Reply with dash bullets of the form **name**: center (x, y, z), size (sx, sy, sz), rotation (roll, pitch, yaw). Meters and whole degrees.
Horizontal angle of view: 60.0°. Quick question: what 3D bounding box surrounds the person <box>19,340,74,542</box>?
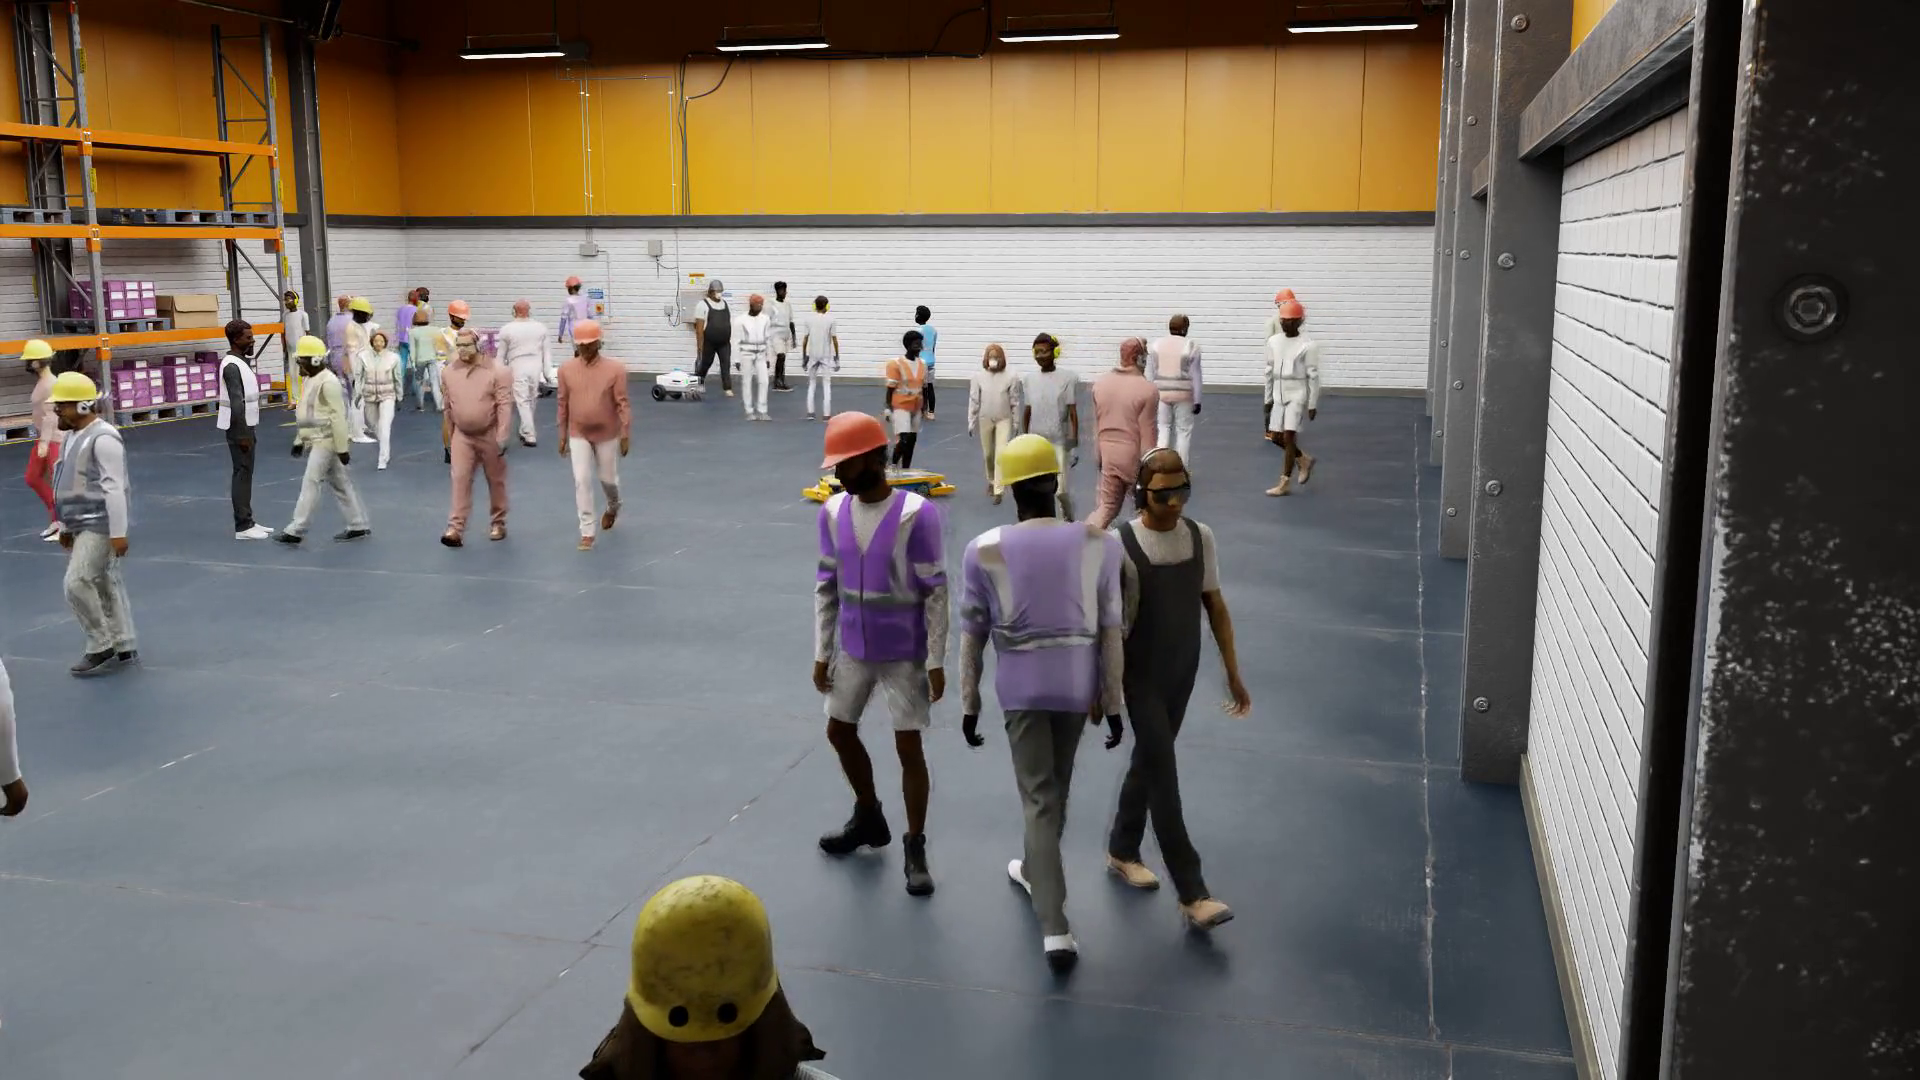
- **person**: center (-7.889, -0.848, 14.364), size (0.406, 1.753, 0.532), rotation (-9, 13, -40)

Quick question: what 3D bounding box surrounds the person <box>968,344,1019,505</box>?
- **person**: center (0.349, -1.186, 16.751), size (0.501, 1.588, 0.853), rotation (2, 10, 10)

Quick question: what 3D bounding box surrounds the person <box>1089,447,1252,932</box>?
- **person**: center (0.806, 0.550, 6.315), size (0.517, 1.796, 0.921), rotation (-6, 12, -32)

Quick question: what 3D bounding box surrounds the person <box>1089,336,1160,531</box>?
- **person**: center (1.218, -0.598, 12.584), size (0.640, 1.889, 0.774), rotation (10, 14, 43)

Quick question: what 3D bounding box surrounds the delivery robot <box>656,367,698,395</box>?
- **delivery robot**: center (-4.662, -2.608, 27.456), size (0.707, 0.478, 0.477), rotation (6, 12, 31)

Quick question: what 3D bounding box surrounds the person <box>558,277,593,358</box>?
- **person**: center (-7.034, -3.822, 30.521), size (0.982, 2.001, 0.629), rotation (7, 12, 33)

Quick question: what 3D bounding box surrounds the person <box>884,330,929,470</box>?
- **person**: center (-0.569, -1.400, 17.706), size (0.560, 1.668, 0.418), rotation (-9, 13, -41)

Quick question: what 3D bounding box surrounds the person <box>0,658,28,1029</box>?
- **person**: center (-3.221, 0.722, 5.137), size (0.573, 1.871, 0.452), rotation (0, 10, -1)

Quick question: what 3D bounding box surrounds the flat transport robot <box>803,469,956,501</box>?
- **flat transport robot**: center (-0.813, -0.558, 16.917), size (1.431, 0.197, 0.652), rotation (-7, 12, -33)

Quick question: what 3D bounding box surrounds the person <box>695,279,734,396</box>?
- **person**: center (-4.229, -3.494, 28.532), size (0.687, 2.000, 0.896), rotation (-7, 12, -34)

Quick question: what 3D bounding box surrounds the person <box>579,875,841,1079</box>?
- **person**: center (-0.335, 1.290, 2.288), size (0.493, 1.742, 0.299), rotation (-3, 10, -15)

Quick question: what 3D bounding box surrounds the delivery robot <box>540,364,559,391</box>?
- **delivery robot**: center (-6.853, -2.743, 28.224), size (0.707, 0.478, 0.477), rotation (0, 10, 1)

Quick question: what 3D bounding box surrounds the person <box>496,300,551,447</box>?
- **person**: center (-5.653, -2.151, 21.444), size (0.669, 1.850, 0.980), rotation (-7, 12, -34)

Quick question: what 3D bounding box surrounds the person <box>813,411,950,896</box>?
- **person**: center (-0.342, 0.434, 6.675), size (0.749, 1.909, 0.482), rotation (6, 12, 30)

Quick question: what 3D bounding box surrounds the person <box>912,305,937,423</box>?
- **person**: center (-0.543, -2.557, 24.194), size (0.315, 1.699, 0.541), rotation (7, 12, 34)

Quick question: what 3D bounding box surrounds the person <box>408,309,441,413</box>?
- **person**: center (-8.234, -2.758, 25.631), size (0.494, 1.595, 0.853), rotation (-6, 12, -31)

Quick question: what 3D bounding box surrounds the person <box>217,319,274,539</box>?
- **person**: center (-6.289, -0.966, 14.567), size (0.392, 1.919, 0.590), rotation (-4, 11, -19)

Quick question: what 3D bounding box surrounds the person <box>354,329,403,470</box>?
- **person**: center (-6.728, -1.652, 19.324), size (0.517, 1.605, 0.770), rotation (-1, 10, -5)

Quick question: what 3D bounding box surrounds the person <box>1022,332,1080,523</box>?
- **person**: center (0.768, -0.809, 13.874), size (0.535, 1.851, 0.585), rotation (4, 11, 22)

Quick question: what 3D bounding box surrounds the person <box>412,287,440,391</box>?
- **person**: center (-9.487, -3.546, 29.423), size (0.623, 1.838, 0.429), rotation (6, 12, 29)

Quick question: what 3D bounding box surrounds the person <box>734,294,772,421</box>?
- **person**: center (-2.982, -2.639, 24.215), size (0.602, 1.852, 0.755), rotation (-6, 12, -30)

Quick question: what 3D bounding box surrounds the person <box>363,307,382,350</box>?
- **person**: center (-9.554, -2.962, 26.804), size (0.515, 1.589, 0.887), rotation (-1, 10, -8)

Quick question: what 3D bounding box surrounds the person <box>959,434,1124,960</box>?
- **person**: center (0.302, 0.555, 6.116), size (0.592, 1.877, 0.988), rotation (-1, 10, -7)

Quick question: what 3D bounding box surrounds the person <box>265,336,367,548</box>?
- **person**: center (-5.524, -0.831, 14.151), size (0.911, 1.786, 0.590), rotation (-6, 12, -31)

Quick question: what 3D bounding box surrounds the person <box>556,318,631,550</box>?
- **person**: center (-3.132, -0.929, 14.282), size (0.626, 1.956, 0.828), rotation (-1, 10, -4)

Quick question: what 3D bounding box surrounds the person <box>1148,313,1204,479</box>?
- **person**: center (2.352, -1.558, 18.178), size (0.651, 1.826, 0.511), rotation (6, 11, 29)

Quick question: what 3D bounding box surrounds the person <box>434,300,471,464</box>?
- **person**: center (-5.915, -1.868, 19.651), size (0.383, 1.927, 0.543), rotation (6, 12, 32)

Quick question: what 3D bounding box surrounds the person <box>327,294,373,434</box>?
- **person**: center (-8.275, -2.381, 22.622), size (0.674, 1.906, 0.405), rotation (5, 11, 28)

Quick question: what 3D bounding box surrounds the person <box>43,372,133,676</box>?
- **person**: center (-5.236, -0.089, 9.896), size (0.616, 1.810, 0.548), rotation (10, 14, 44)

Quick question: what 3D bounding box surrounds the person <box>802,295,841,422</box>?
- **person**: center (-2.023, -2.653, 24.363), size (0.568, 1.839, 0.439), rotation (2, 10, 12)

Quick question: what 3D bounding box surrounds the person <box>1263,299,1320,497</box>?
- **person**: center (3.442, -1.469, 17.118), size (0.758, 2.026, 0.619), rotation (-8, 13, -39)

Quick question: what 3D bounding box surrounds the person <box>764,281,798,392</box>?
- **person**: center (-3.053, -3.544, 29.096), size (0.789, 1.934, 0.634), rotation (8, 13, 38)

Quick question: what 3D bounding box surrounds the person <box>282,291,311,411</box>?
- **person**: center (-10.286, -2.919, 25.775), size (0.517, 1.868, 0.334), rotation (4, 11, 22)

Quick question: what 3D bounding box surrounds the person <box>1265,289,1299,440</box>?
- **person**: center (4.267, -2.312, 21.972), size (0.625, 1.994, 0.389), rotation (-8, 13, -40)

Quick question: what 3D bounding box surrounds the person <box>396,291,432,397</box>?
- **person**: center (-9.344, -3.345, 28.372), size (0.679, 1.786, 0.861), rotation (5, 11, 26)

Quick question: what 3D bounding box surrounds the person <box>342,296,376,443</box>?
- **person**: center (-7.843, -2.219, 21.690), size (0.421, 1.932, 0.610), rotation (-2, 10, -8)

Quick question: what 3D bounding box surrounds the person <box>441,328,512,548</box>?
- **person**: center (-4.134, -0.860, 14.155), size (0.644, 1.854, 0.990), rotation (0, 10, 2)
